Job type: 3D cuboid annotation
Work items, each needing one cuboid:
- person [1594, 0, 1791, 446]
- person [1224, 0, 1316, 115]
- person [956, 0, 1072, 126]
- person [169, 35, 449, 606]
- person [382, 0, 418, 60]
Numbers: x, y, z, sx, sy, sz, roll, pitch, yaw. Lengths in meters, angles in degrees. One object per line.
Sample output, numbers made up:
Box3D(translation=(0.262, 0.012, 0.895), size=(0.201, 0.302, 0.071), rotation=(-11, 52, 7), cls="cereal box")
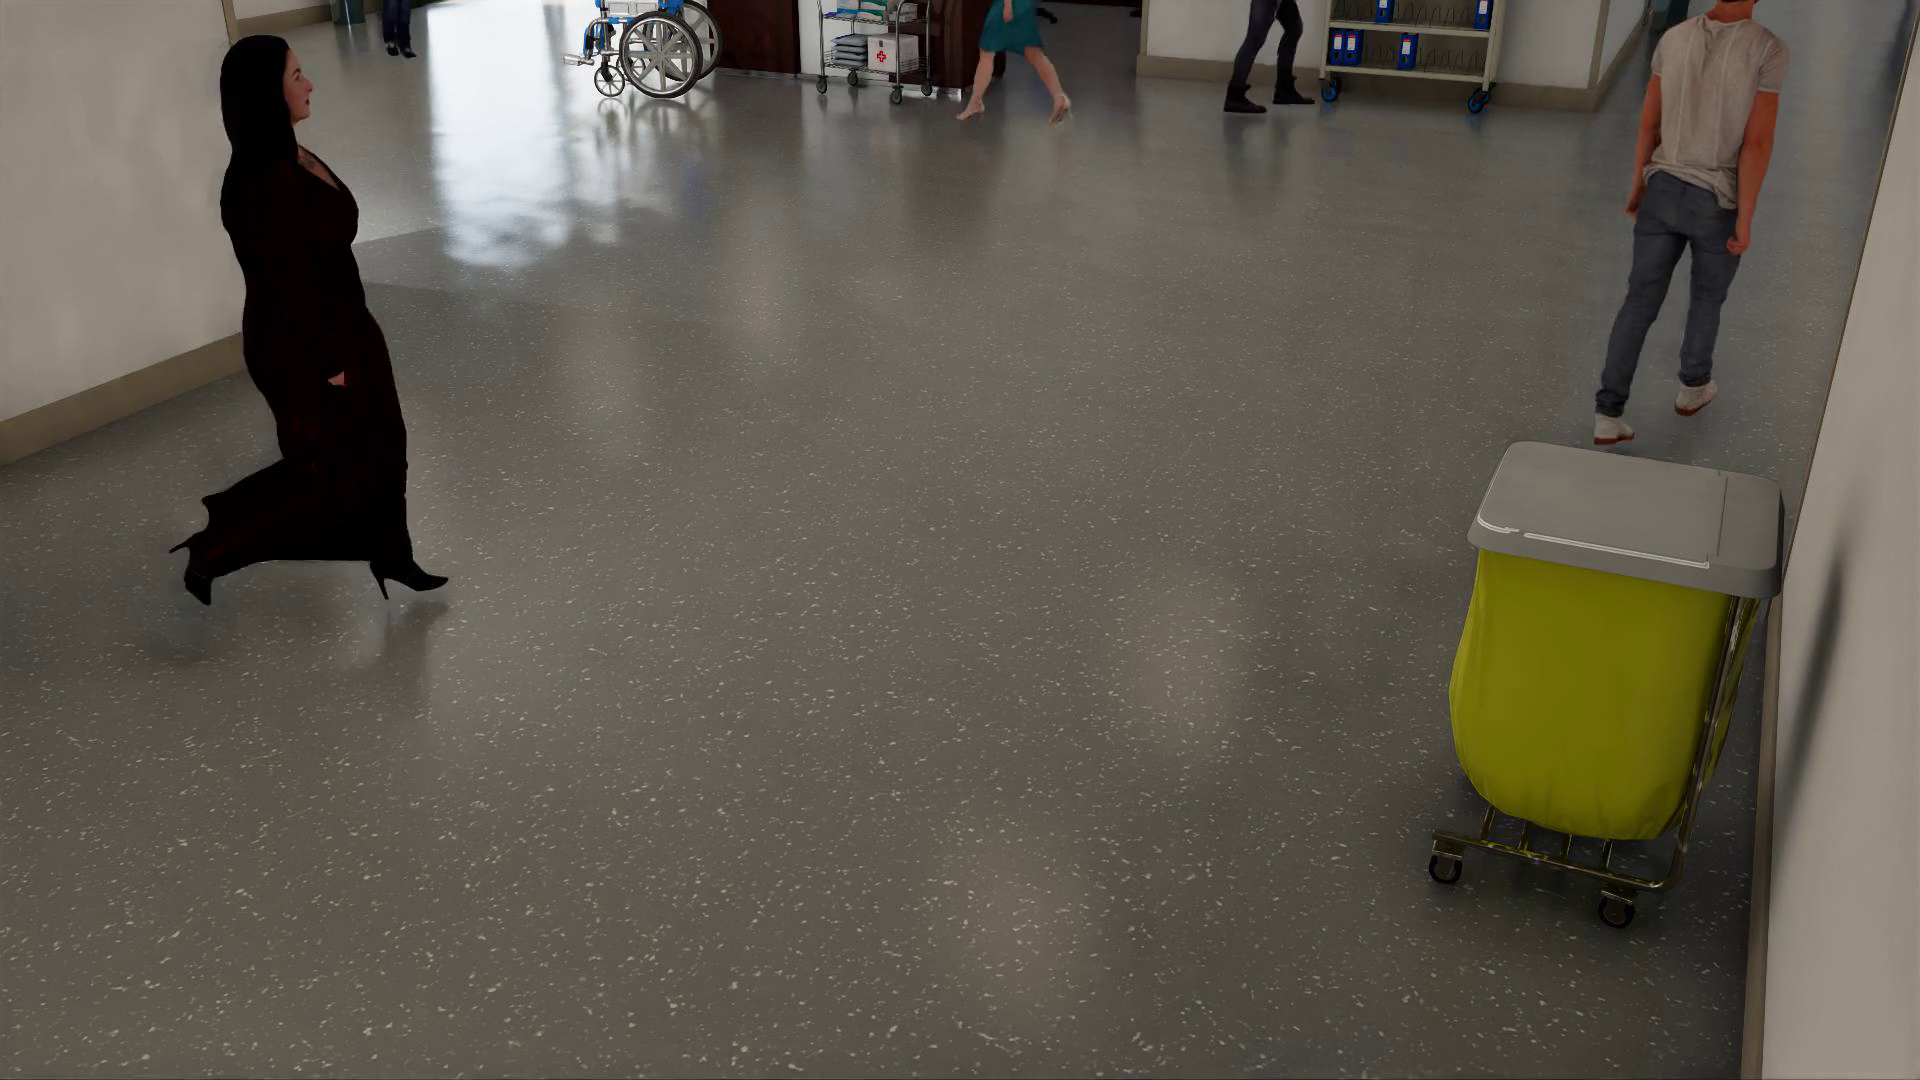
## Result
Box3D(translation=(2.625, -1.208, 6.062), size=(1.212, 1.853, 0.971), rotation=(22, 33, 37), cls="person")
Box3D(translation=(2.093, -3.907, 11.718), size=(0.982, 1.802, 0.827), rotation=(4, 26, 7), cls="person")
Box3D(translation=(0.454, -3.589, 11.241), size=(1.066, 1.643, 0.587), rotation=(9, 27, 19), cls="person")
Box3D(translation=(-1.957, -0.527, 4.789), size=(1.102, 1.732, 1.004), rotation=(-7, 27, -14), cls="person")
Box3D(translation=(-4.801, -4.856, 13.970), size=(0.623, 1.554, 0.667), rotation=(-20, 32, -36), cls="person")
